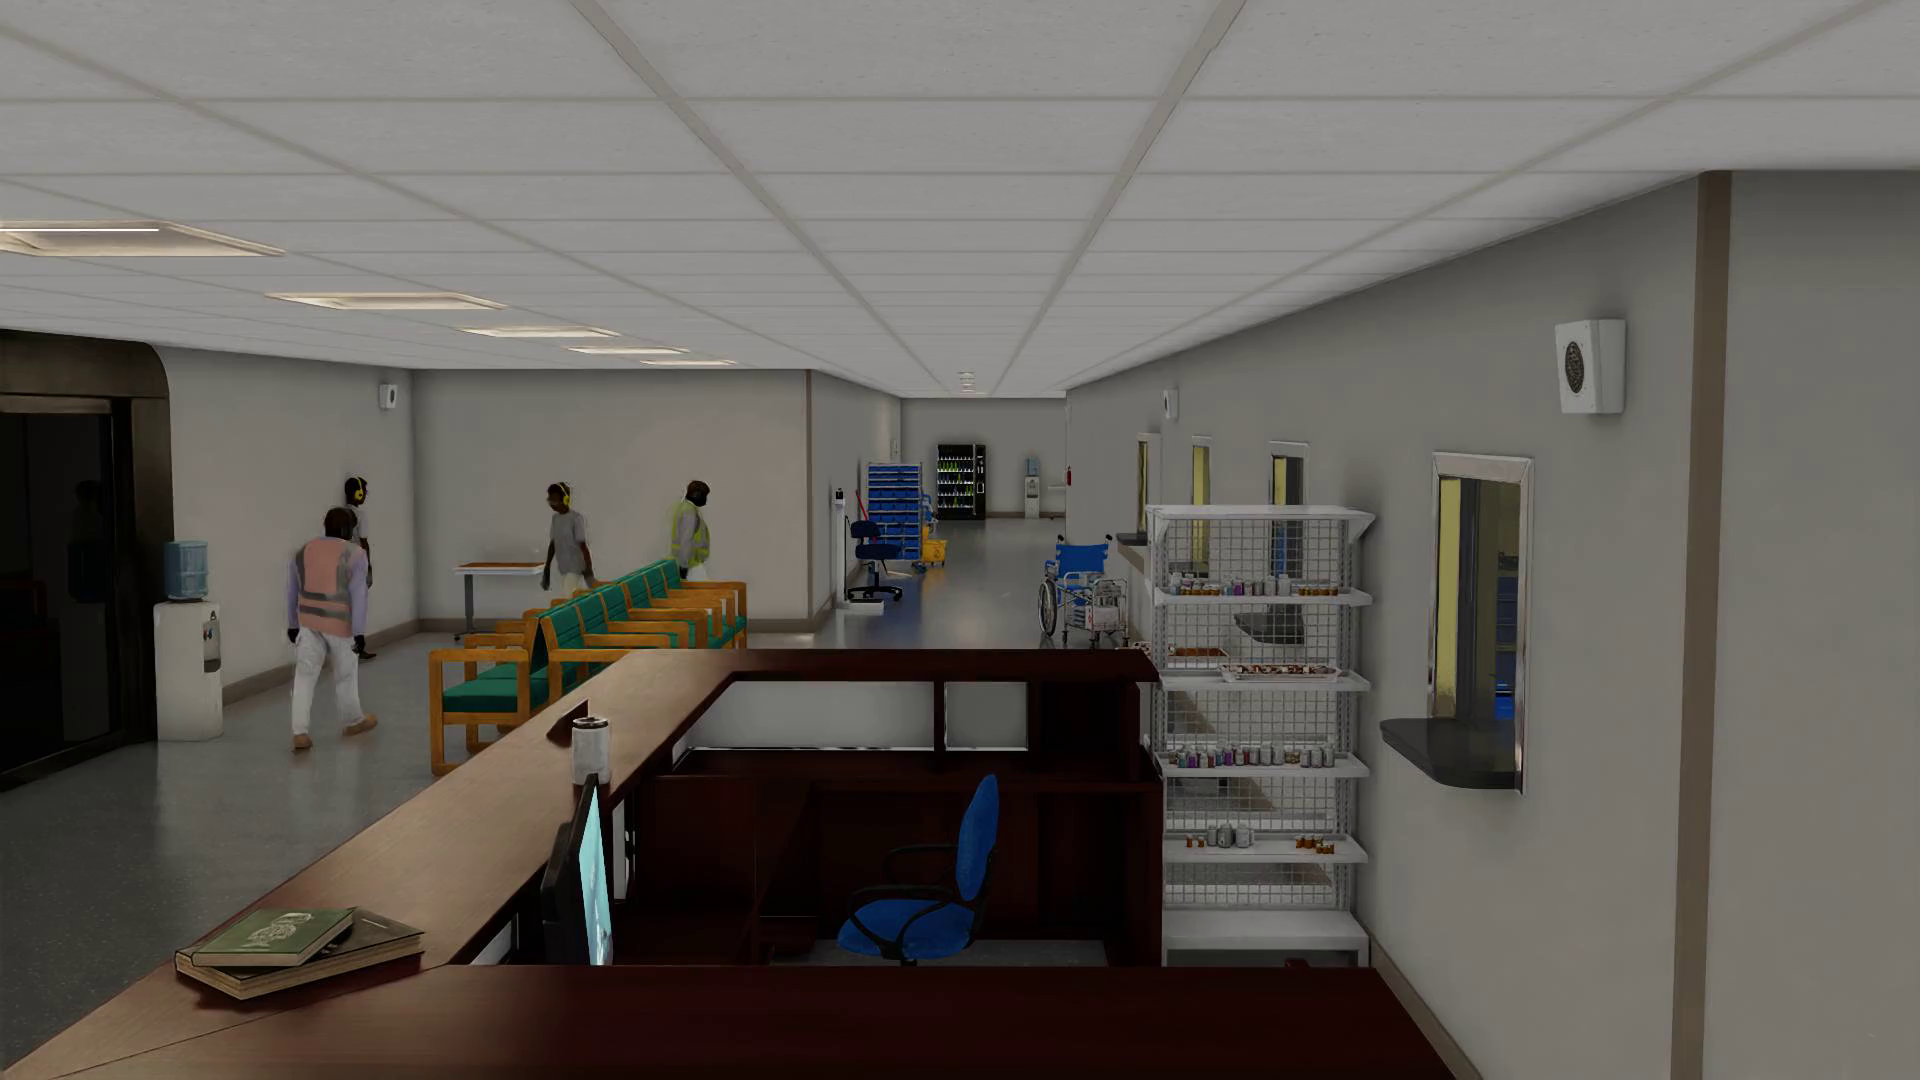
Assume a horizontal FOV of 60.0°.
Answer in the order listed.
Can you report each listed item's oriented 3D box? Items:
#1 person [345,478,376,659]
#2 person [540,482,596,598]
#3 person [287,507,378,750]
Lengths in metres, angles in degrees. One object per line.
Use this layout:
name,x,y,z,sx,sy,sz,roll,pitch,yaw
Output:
person,-6.158,0.293,16.887,0.525,1.856,0.341,2,5,30
person,-3.931,0.342,16.452,0.936,1.810,0.657,-4,6,-43
person,-4.730,0.649,12.438,0.729,1.782,0.982,1,4,10
